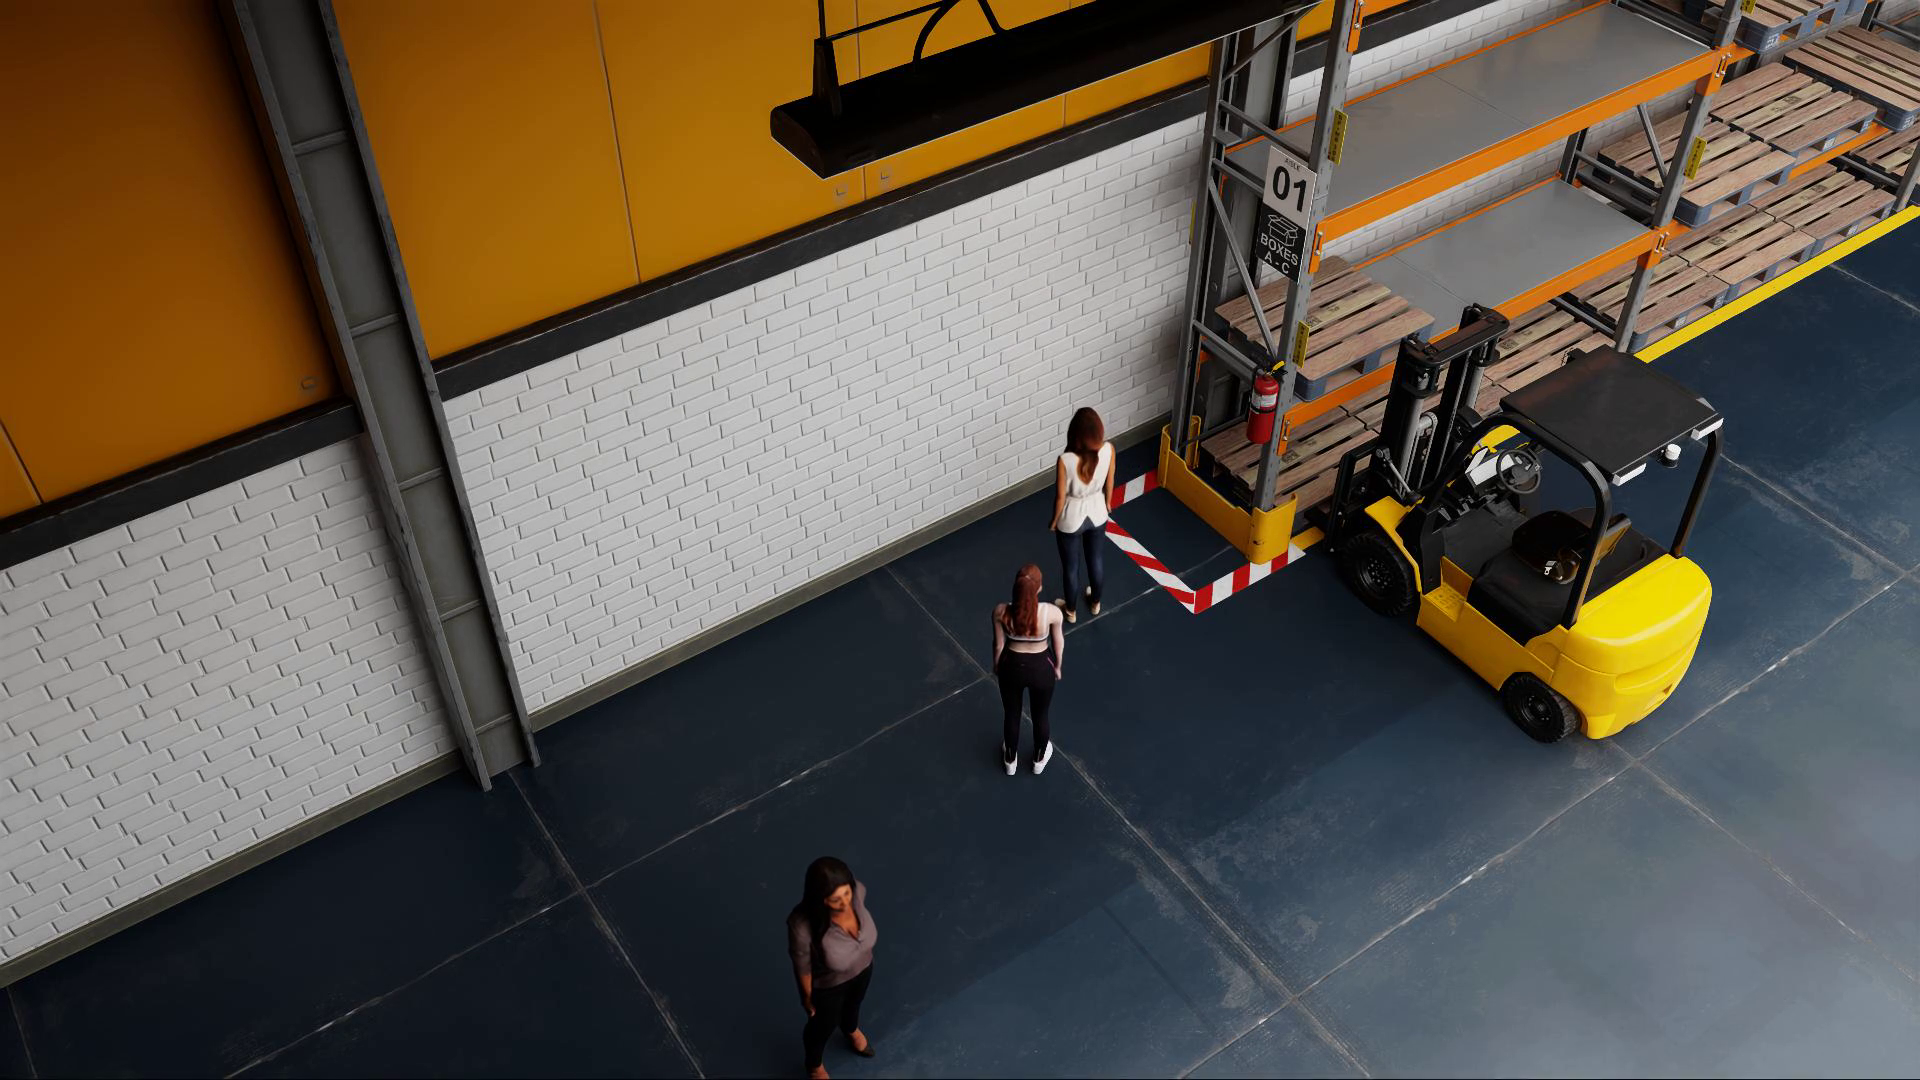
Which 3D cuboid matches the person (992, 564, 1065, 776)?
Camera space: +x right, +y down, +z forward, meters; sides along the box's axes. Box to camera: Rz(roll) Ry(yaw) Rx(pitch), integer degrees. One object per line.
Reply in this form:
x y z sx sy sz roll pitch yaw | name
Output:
0.405 0.802 10.118 0.652 1.740 0.728 4 44 4 | person

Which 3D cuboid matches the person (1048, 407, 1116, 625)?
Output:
0.818 -0.147 11.082 0.552 1.784 0.709 -15 46 -15 | person

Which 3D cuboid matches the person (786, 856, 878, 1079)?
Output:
-0.655 2.217 8.559 0.753 1.841 0.602 33 53 30 | person
